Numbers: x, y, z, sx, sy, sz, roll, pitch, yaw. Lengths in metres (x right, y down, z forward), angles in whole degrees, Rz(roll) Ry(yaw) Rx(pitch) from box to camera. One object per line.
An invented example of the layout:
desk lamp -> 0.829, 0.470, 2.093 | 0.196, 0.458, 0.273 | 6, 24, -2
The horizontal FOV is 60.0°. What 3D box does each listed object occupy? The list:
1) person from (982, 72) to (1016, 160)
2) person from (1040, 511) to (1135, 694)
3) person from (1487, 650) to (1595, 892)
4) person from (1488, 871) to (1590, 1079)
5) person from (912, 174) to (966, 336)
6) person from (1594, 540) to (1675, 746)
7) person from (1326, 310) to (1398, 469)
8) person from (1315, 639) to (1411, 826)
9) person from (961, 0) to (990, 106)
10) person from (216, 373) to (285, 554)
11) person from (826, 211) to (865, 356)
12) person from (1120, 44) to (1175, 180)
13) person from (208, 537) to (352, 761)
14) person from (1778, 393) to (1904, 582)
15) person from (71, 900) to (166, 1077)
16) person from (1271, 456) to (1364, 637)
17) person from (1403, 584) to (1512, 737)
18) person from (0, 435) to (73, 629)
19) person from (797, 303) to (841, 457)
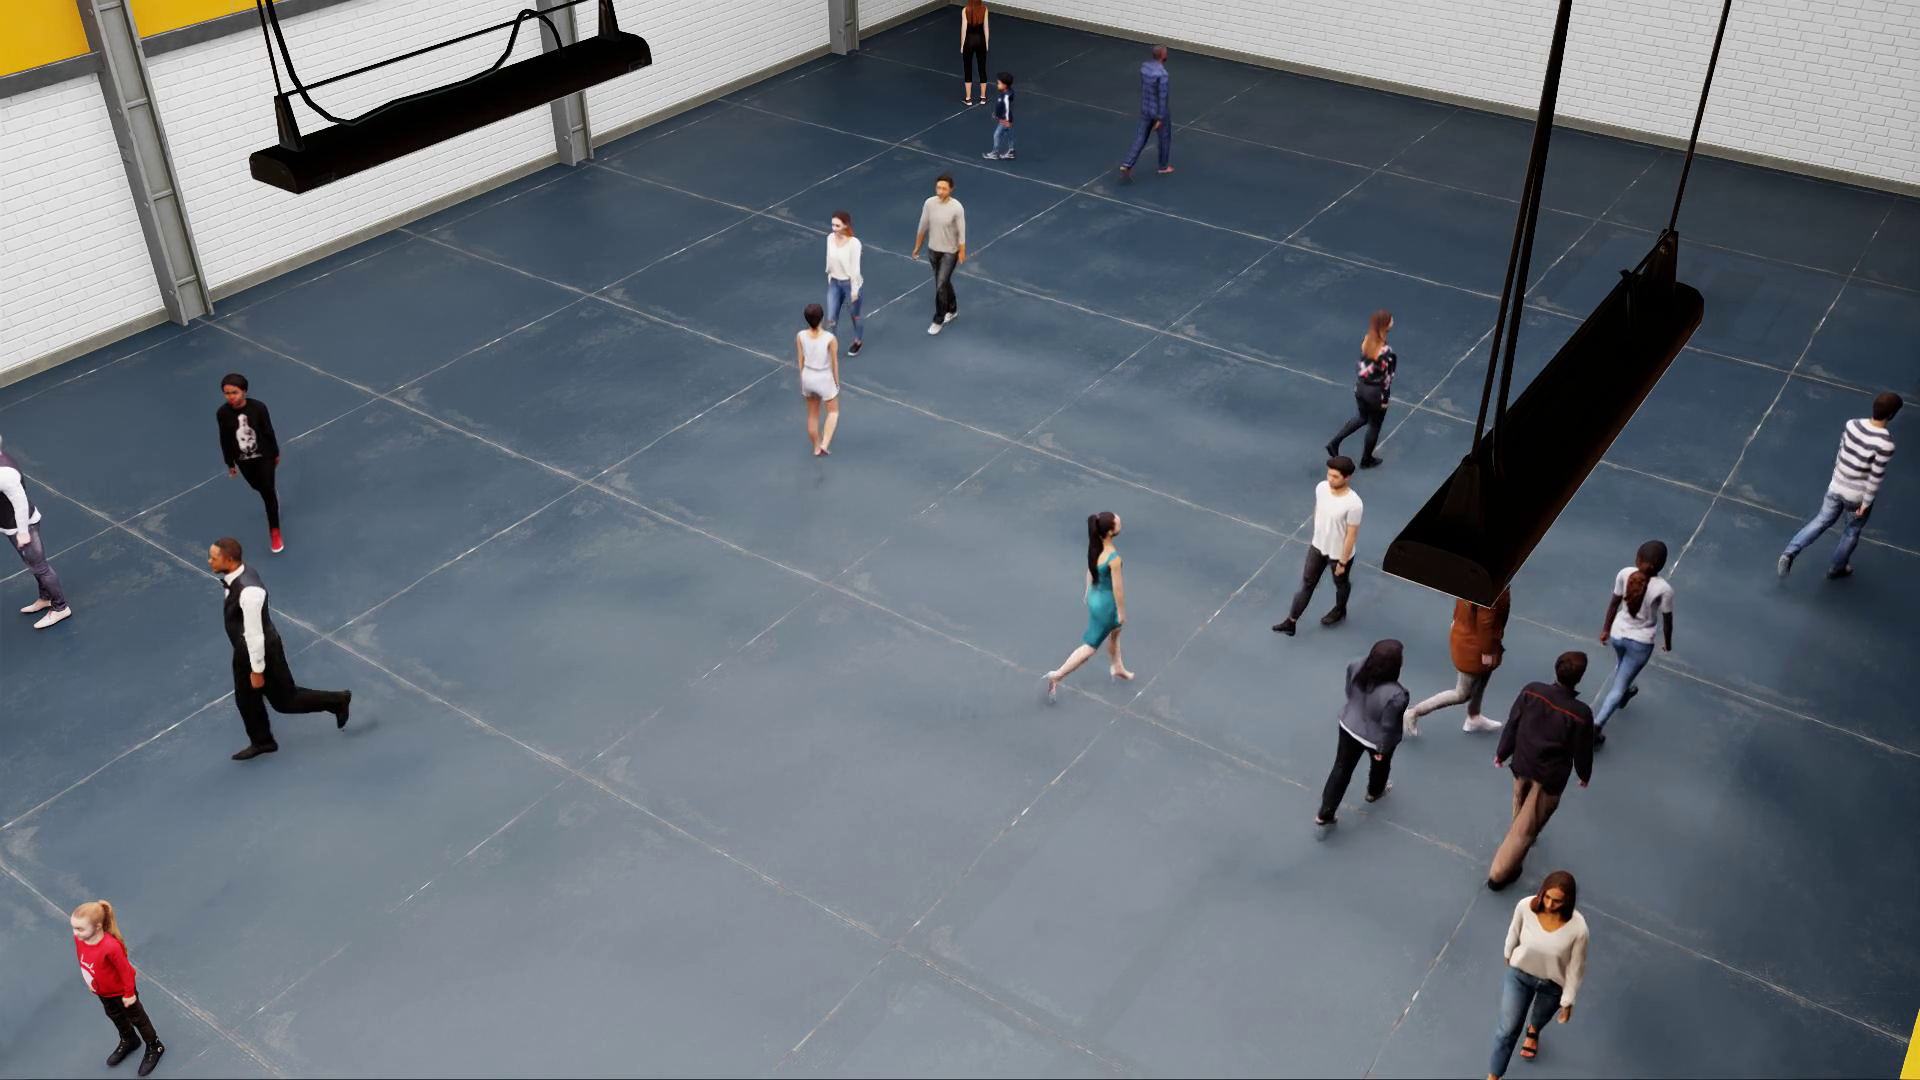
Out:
person -> 0.661, -5.794, 22.740 | 0.759, 1.206, 0.719 | 0, 34, 1
person -> 1.023, 0.530, 12.821 | 1.111, 1.655, 0.909 | -13, 36, -19
person -> 3.789, 1.576, 11.032 | 1.128, 1.892, 0.869 | -28, 42, -35
person -> 3.452, 2.540, 9.806 | 0.650, 1.645, 1.035 | 19, 38, 26
person -> -0.129, -3.219, 18.344 | 0.666, 1.784, 0.845 | 22, 40, 30
person -> 4.964, 0.805, 12.387 | 1.209, 1.677, 0.829 | -24, 41, -32
person -> 3.828, -1.387, 15.691 | 0.945, 1.670, 0.835 | -12, 35, -17
person -> 2.804, 1.363, 11.642 | 1.112, 1.573, 0.794 | -28, 43, -36
person -> 0.216, -7.300, 24.536 | 0.640, 1.726, 0.704 | -6, 34, -9
person -> -6.270, -0.771, 14.794 | 1.087, 1.637, 1.100 | -7, 34, -10
person -> -1.166, -2.719, 17.700 | 0.678, 1.665, 0.924 | 17, 37, 24
person -> 2.486, -5.623, 21.960 | 1.204, 1.785, 0.845 | -26, 42, -34
person -> -5.046, 0.797, 12.212 | 1.236, 1.884, 0.927 | -21, 39, -29
person -> 7.458, -0.401, 14.066 | 1.117, 1.826, 0.941 | -15, 36, -21
person -> -5.067, 2.661, 9.951 | 0.551, 1.281, 0.568 | 11, 35, 16
person -> 3.097, 0.025, 13.554 | 1.145, 1.685, 0.846 | -23, 40, -30
person -> 3.733, 0.760, 12.332 | 1.082, 1.813, 1.150 | 3, 34, 5
person -> -7.726, -0.124, 13.652 | 0.679, 1.824, 0.741 | -26, 42, -33
person -> -1.370, -1.482, 15.896 | 0.683, 1.601, 0.750 | 7, 34, 11
